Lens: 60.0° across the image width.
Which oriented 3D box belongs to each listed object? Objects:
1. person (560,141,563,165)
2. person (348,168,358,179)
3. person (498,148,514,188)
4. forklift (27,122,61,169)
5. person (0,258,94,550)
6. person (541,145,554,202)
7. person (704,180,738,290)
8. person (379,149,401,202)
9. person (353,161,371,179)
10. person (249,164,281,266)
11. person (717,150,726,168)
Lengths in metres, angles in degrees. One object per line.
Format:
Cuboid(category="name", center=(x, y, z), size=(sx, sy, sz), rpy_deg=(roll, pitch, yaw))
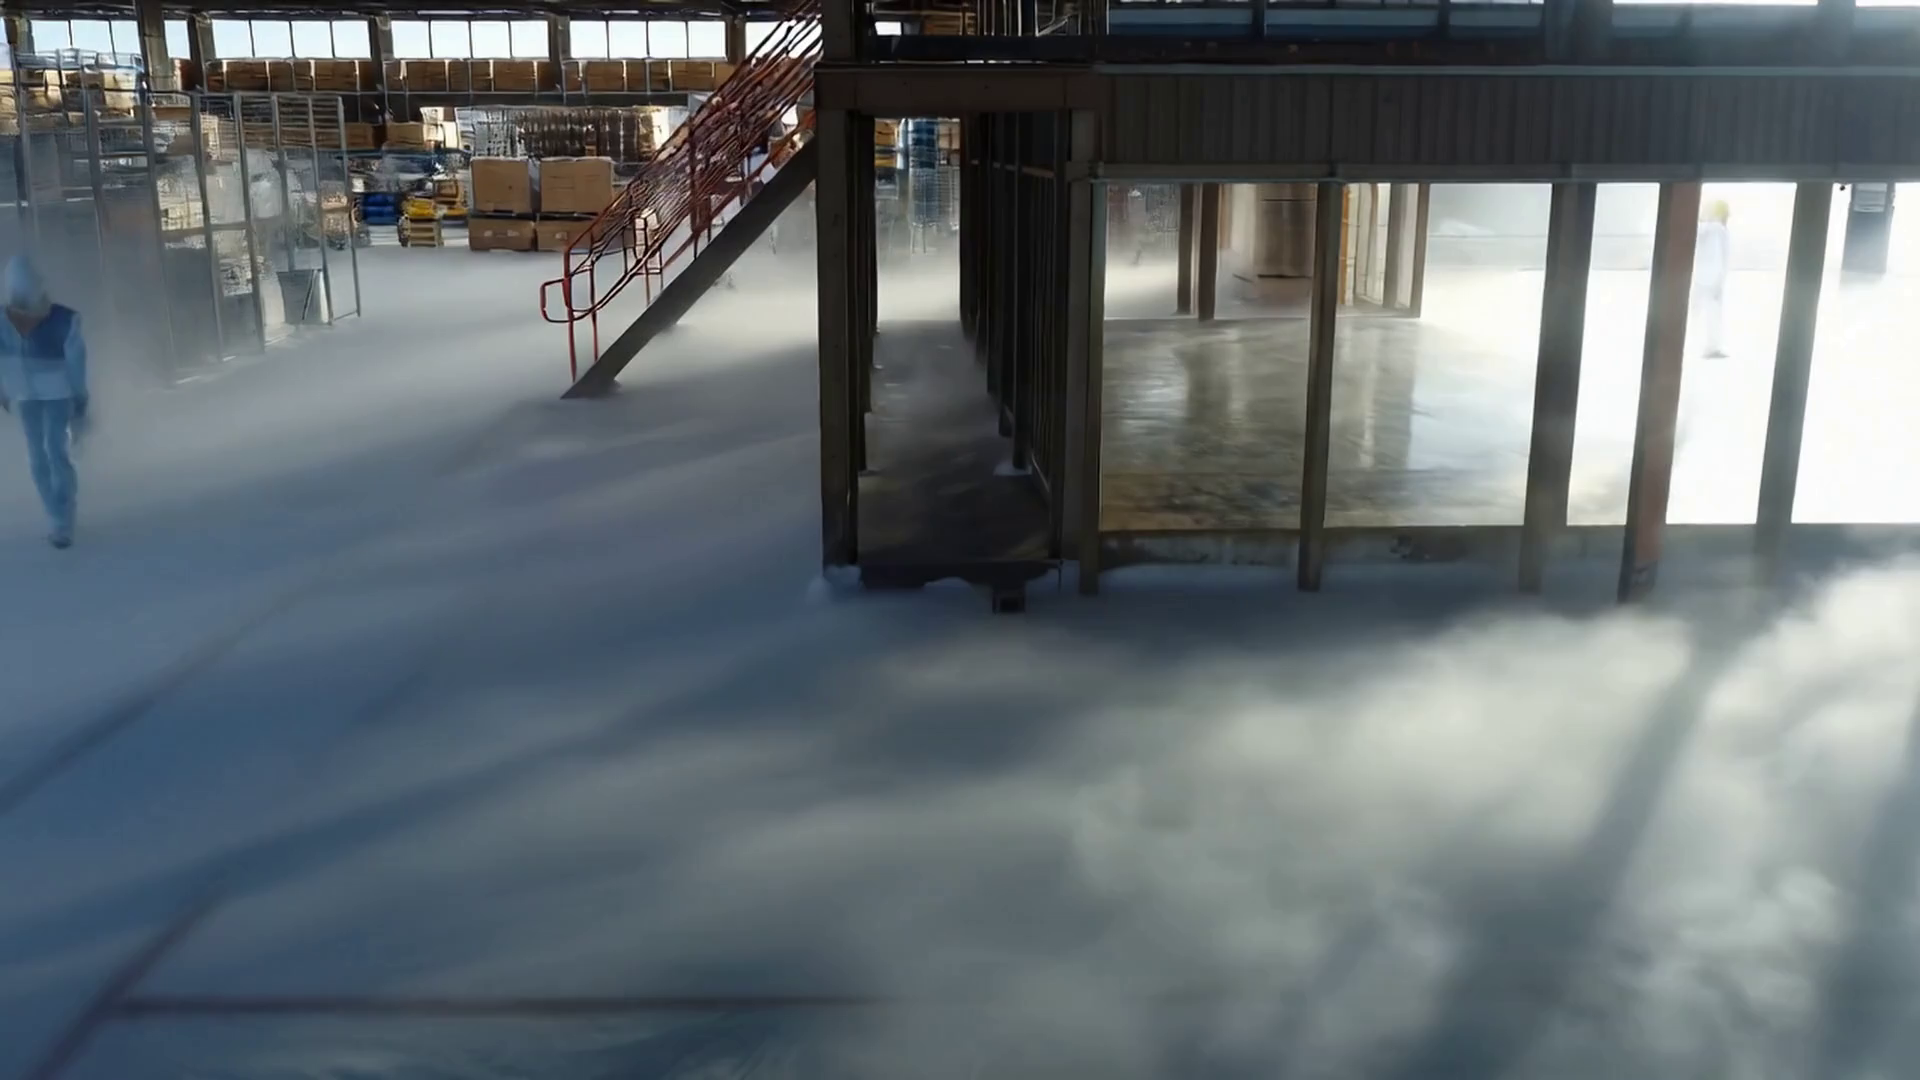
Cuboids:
Cuboid(category="person", center=(-21.770, -20.917, 91.033), size=(0.373, 1.843, 0.571), rpy_deg=(-3, 14, -13))
Cuboid(category="person", center=(-14.688, -8.130, 40.222), size=(0.895, 1.695, 0.501), rpy_deg=(-7, 16, -27))
Cuboid(category="person", center=(-15.459, -12.347, 56.620), size=(0.551, 1.931, 0.395), rpy_deg=(1, 14, 2))
Cuboid(category="forklift", center=(-35.376, -14.773, 64.377), size=(1.129, 2.768, 1.873), rpy_deg=(-1, 14, -2))
Cuboid(category="person", center=(-6.033, -0.869, 10.803), size=(0.616, 1.886, 0.841), rpy_deg=(-2, 14, -7))
Cuboid(category="person", center=(-14.255, -12.624, 57.507), size=(0.391, 2.034, 0.605), rpy_deg=(-2, 14, -9))
Cuboid(category="person", center=(-3.986, -5.118, 27.915), size=(0.584, 1.838, 0.985), rpy_deg=(-5, 15, -18))
Cuboid(category="person", center=(-20.464, -13.021, 59.420), size=(0.817, 1.878, 0.662), rpy_deg=(-7, 16, -26))
Cuboid(category="person", center=(-15.167, -8.725, 42.345), size=(0.602, 1.824, 0.505), rpy_deg=(10, 17, 36))
Cuboid(category="person", center=(-13.768, -6.421, 32.859), size=(0.641, 1.951, 0.939), rpy_deg=(-11, 18, -37))
Cuboid(category="person", center=(-11.378, -17.955, 79.302), size=(0.621, 1.786, 0.421), rpy_deg=(10, 17, 34))
